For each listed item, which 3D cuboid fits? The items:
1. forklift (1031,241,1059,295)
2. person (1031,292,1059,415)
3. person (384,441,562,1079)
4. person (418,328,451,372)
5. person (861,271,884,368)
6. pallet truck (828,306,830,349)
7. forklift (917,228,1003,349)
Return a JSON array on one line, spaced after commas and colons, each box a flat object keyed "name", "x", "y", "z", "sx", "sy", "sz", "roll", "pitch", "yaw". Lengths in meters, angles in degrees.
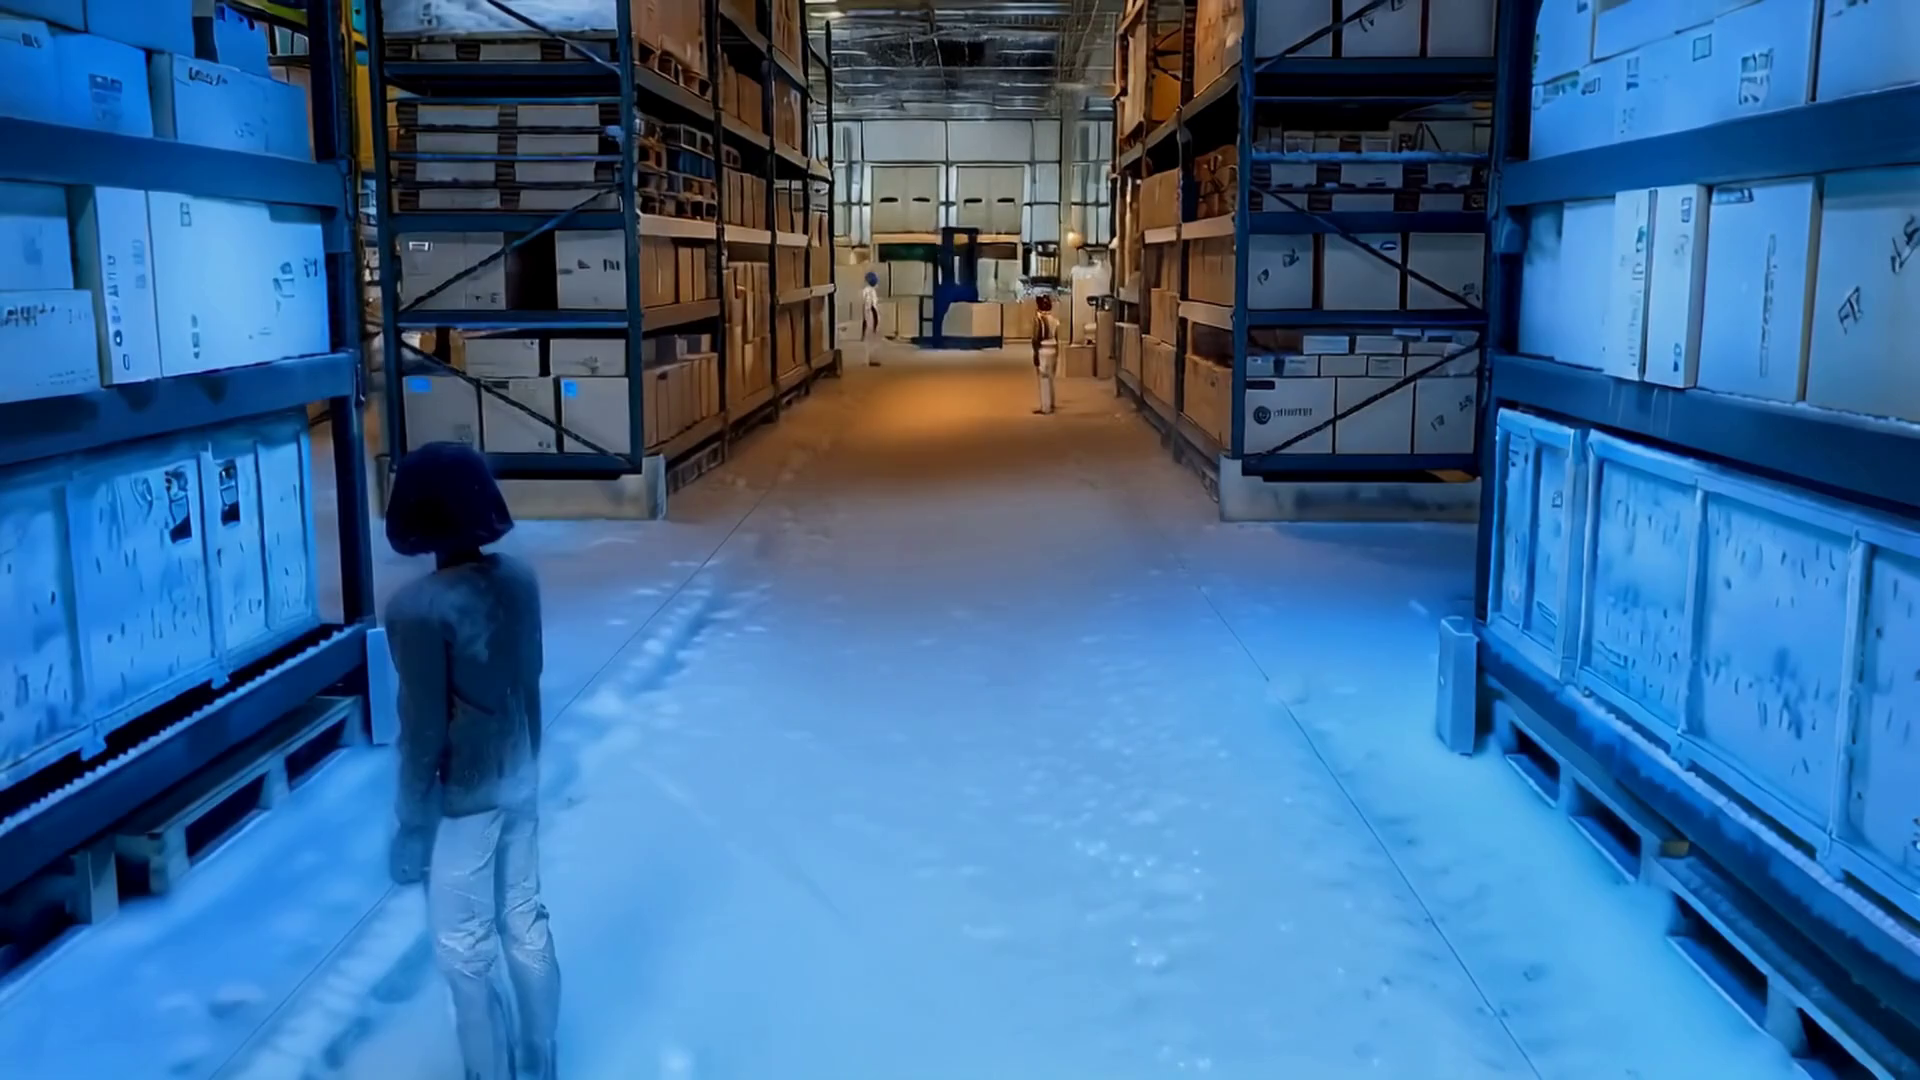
[{"name": "forklift", "x": 3.206, "y": -9.939, "z": 63.097, "sx": 1.129, "sy": 2.768, "sz": 1.873, "roll": 0, "pitch": 9, "yaw": 1}, {"name": "person", "x": 1.137, "y": -2.474, "z": 22.128, "sx": 0.318, "sy": 1.630, "sz": 0.513, "roll": 6, "pitch": 11, "yaw": 31}, {"name": "person", "x": -1.099, "y": 0.593, "z": 3.735, "sx": 0.271, "sy": 1.632, "sz": 0.503, "roll": 3, "pitch": 10, "yaw": 18}, {"name": "person", "x": -6.175, "y": -2.201, "z": 19.623, "sx": 0.395, "sy": 1.919, "sz": 0.590, "roll": -7, "pitch": 12, "yaw": -36}, {"name": "person", "x": -1.704, "y": -4.236, "z": 31.973, "sx": 0.309, "sy": 1.864, "sz": 0.535, "roll": -6, "pitch": 11, "yaw": -32}, {"name": "pallet truck", "x": -3.100, "y": -3.940, "z": 29.800, "sx": 1.885, "sy": 1.965, "sz": 0.823, "roll": 3, "pitch": 10, "yaw": 19}, {"name": "forklift", "x": 0.028, "y": -5.949, "z": 39.198, "sx": 1.129, "sy": 2.768, "sz": 1.873, "roll": -9, "pitch": 13, "yaw": -42}]
